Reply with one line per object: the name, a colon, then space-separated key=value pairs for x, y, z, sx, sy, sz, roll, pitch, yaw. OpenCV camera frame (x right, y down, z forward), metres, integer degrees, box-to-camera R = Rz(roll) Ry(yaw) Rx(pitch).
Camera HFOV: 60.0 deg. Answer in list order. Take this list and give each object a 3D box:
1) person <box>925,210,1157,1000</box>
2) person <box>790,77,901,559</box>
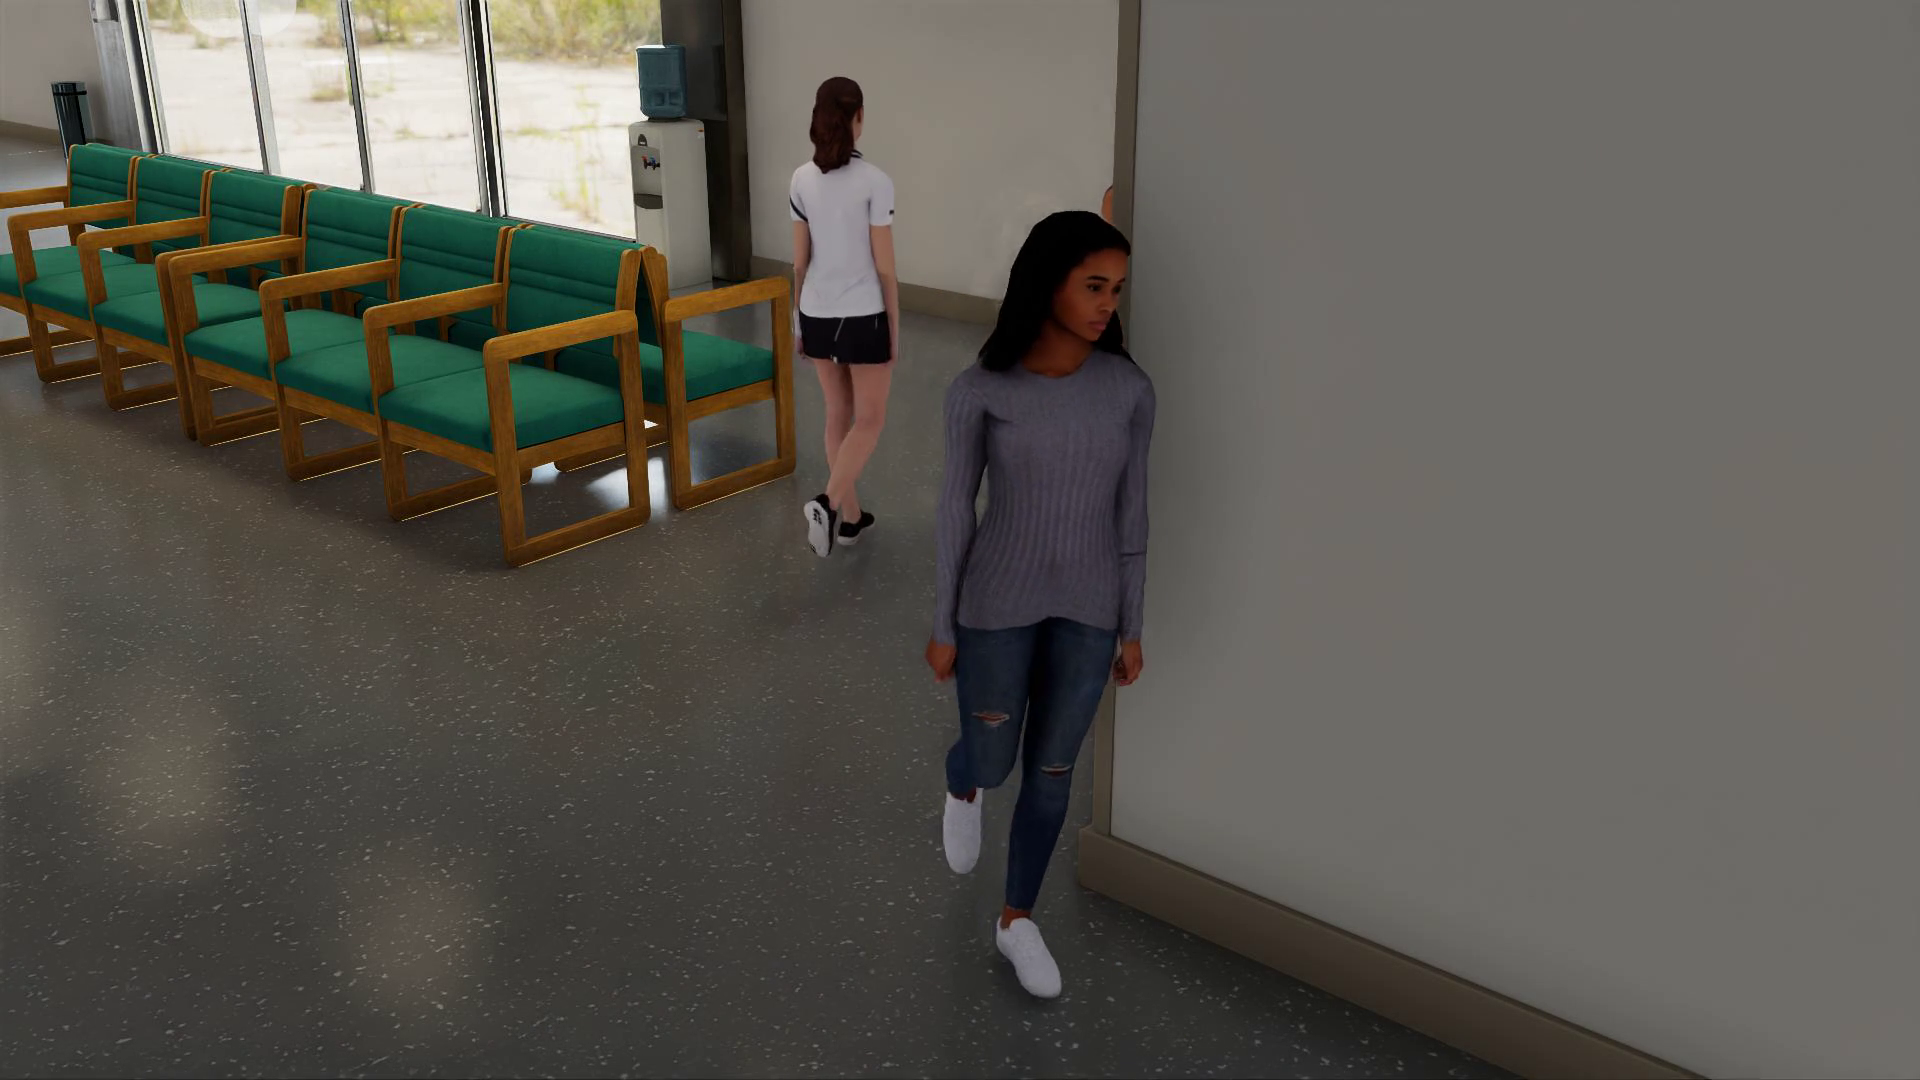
person: x=0.148 y=0.132 z=3.671 sx=0.929 sy=1.717 sz=0.963 roll=-3 pitch=21 yaw=-8
person: x=-0.437 y=-0.728 z=5.928 sx=0.800 sy=1.727 sz=1.042 roll=6 pitch=22 yaw=17
